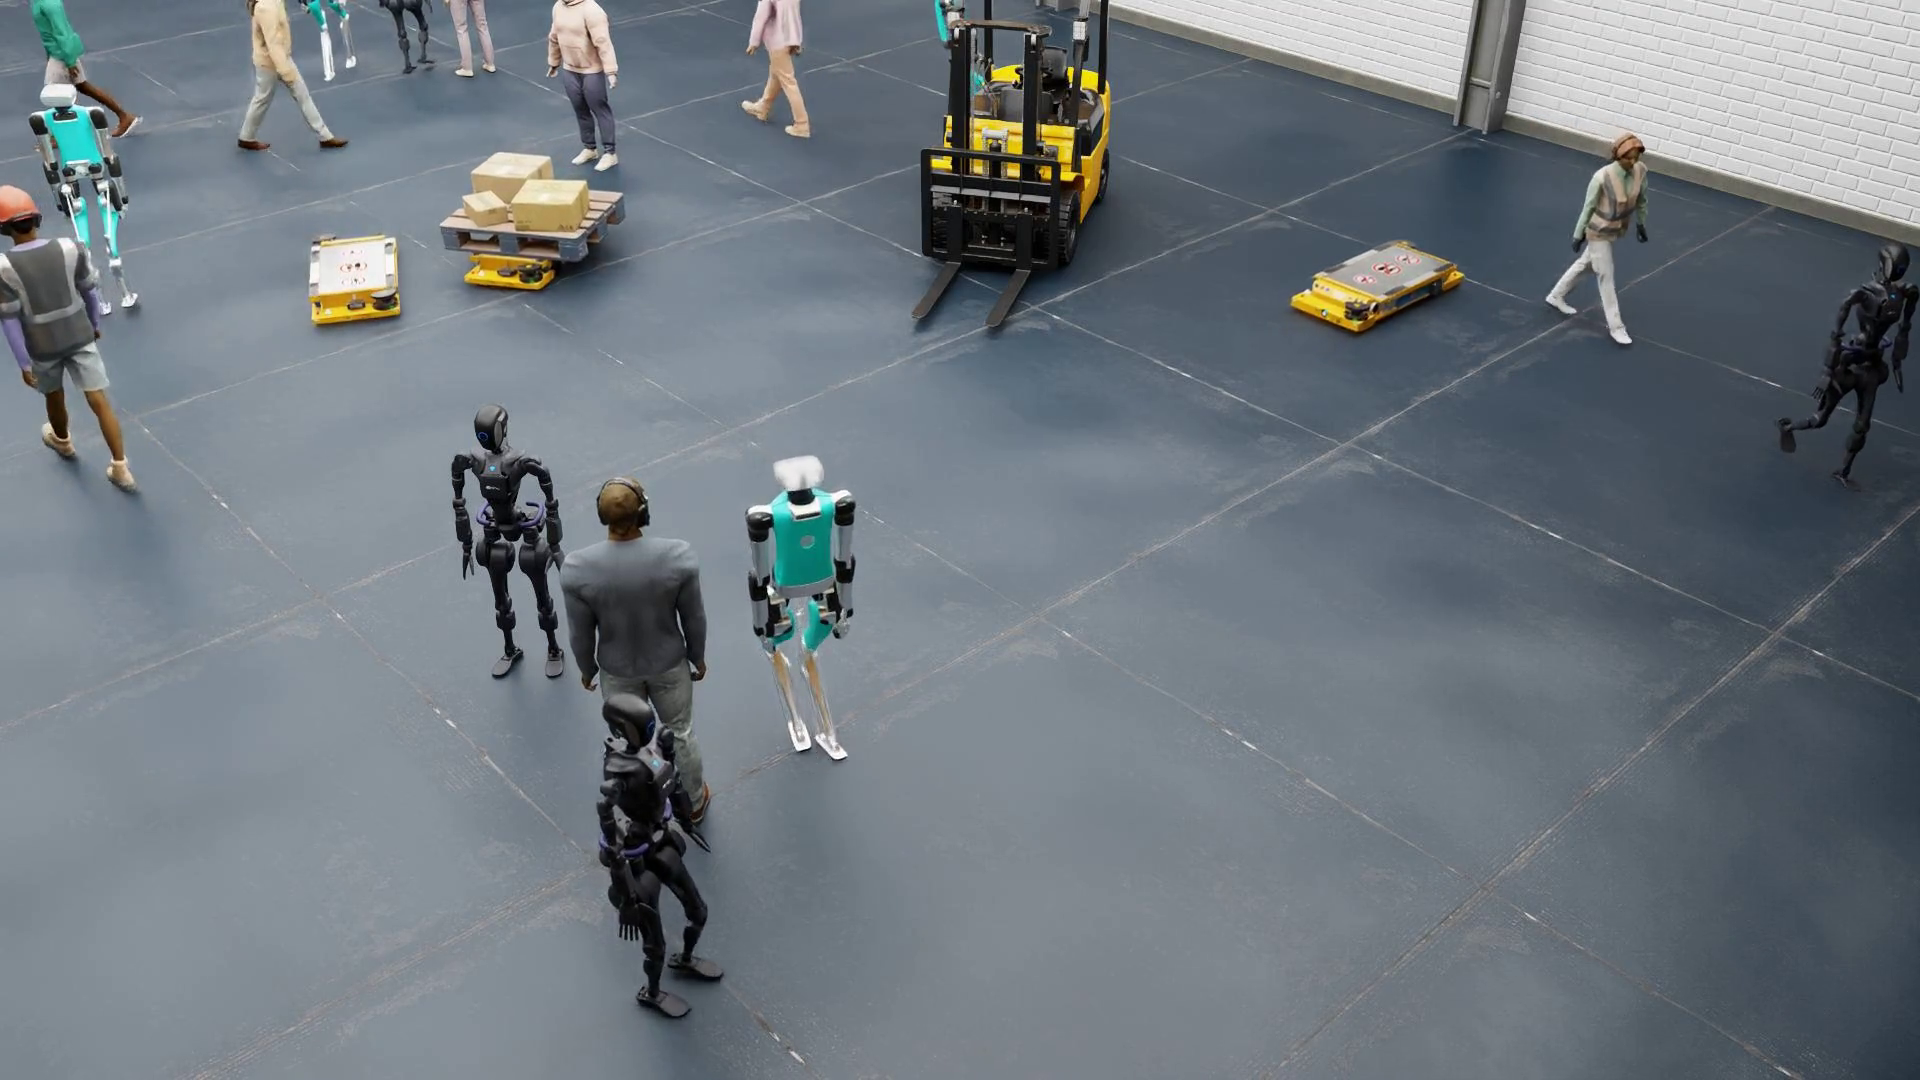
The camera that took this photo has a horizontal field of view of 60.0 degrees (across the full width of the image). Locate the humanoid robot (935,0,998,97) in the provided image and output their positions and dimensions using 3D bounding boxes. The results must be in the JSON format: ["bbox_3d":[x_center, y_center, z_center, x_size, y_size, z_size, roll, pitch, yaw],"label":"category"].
[{"bbox_3d":[0.130,-4.479,15.749,0.790,1.805,0.538,-2,33,-3],"label":"humanoid robot"}]

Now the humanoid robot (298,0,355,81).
[{"bbox_3d":[-6.852,-5.916,17.940,0.552,1.783,0.883,-3,33,-5],"label":"humanoid robot"}]

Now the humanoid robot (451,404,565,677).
[{"bbox_3d":[-2.370,0.017,8.843,0.599,1.657,0.315,2,33,3],"label":"humanoid robot"}]

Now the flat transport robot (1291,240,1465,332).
[{"bbox_3d":[3.363,-2.046,13.318,1.431,0.231,0.659,-26,41,-34],"label":"flat transport robot"}]

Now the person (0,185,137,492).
[{"bbox_3d":[-5.772,-1.307,10.600,0.613,1.990,1.006,-26,41,-34],"label":"person"}]

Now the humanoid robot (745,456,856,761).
[{"bbox_3d":[-0.835,0.289,8.373,0.543,1.783,0.681,-12,35,-18],"label":"humanoid robot"}]

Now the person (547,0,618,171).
[{"bbox_3d":[-3.492,-4.403,15.488,0.819,1.855,0.434,18,37,25],"label":"person"}]

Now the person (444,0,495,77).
[{"bbox_3d":[-5.324,-5.879,17.844,0.526,1.759,0.334,-26,41,-34],"label":"person"}]

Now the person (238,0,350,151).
[{"bbox_3d":[-6.537,-4.561,15.795,1.057,1.798,0.563,-3,33,-4],"label":"person"}]

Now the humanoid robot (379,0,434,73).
[{"bbox_3d":[-6.033,-5.924,17.996,0.611,1.638,0.423,4,33,6],"label":"humanoid robot"}]

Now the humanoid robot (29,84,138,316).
[{"bbox_3d":[-6.644,-2.524,12.680,0.535,1.773,0.706,-9,34,-14],"label":"humanoid robot"}]

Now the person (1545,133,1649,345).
[{"bbox_3d":[4.867,-2.321,12.526,0.563,1.586,0.842,-20,38,-28],"label":"person"}]

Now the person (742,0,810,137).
[{"bbox_3d":[-1.852,-4.865,16.315,0.921,1.731,0.505,15,36,21],"label":"person"}]

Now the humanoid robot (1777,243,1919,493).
[{"bbox_3d":[5.755,-1.171,10.707,0.588,1.636,0.677,-6,34,-10],"label":"humanoid robot"}]

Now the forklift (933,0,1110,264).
[{"bbox_3d":[0.570,-3.725,14.138,1.214,2.155,2.313,9,34,13],"label":"forklift"}]

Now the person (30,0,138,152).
[{"bbox_3d":[-8.575,-4.669,15.938,0.950,1.807,0.516,-18,37,-25],"label":"person"}]

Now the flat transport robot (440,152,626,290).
[{"bbox_3d":[-3.547,-2.486,13.995,0.659,0.231,1.431,7,34,11],"label":"flat transport robot"}]

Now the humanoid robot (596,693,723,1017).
[{"bbox_3d":[-1.273,1.308,6.860,0.338,1.649,0.589,11,35,16],"label":"humanoid robot"}]

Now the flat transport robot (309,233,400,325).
[{"bbox_3d":[-4.897,-2.141,13.464,0.659,0.231,1.431,-9,34,-14],"label":"flat transport robot"}]

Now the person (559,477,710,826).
[{"bbox_3d":[-1.486,0.569,7.773,0.627,1.935,0.373,-6,34,-10],"label":"person"}]
